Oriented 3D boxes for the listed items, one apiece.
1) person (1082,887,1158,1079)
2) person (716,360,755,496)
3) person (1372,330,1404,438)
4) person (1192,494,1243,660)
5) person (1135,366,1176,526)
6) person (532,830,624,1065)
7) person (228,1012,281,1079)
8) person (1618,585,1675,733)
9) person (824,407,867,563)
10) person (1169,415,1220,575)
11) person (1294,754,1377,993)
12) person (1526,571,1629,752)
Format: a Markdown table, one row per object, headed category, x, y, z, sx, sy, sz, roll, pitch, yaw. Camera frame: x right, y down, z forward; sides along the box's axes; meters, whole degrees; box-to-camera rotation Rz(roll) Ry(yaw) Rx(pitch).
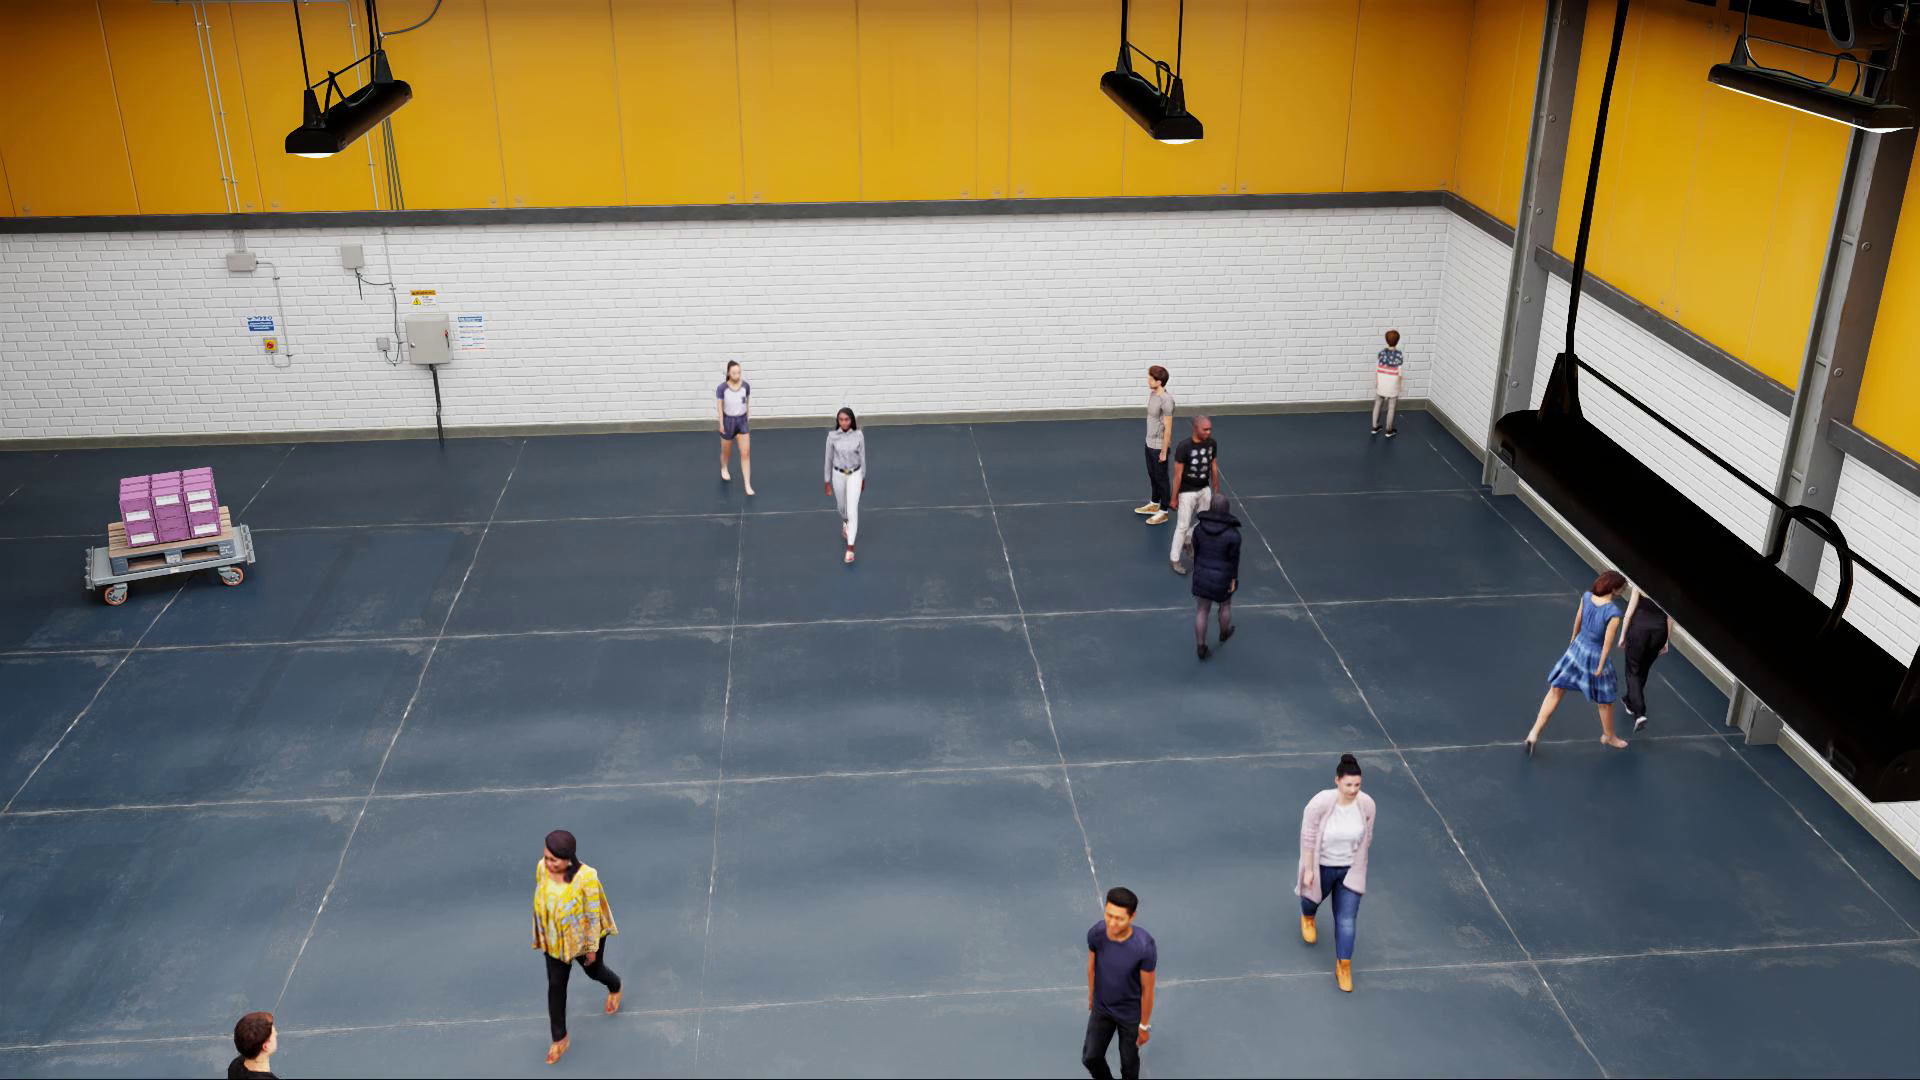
| category | x | y | z | sx | sy | sz | roll | pitch | yaw |
| --- | --- | --- | --- | --- | --- | --- | --- | --- | --- |
| person | 1.039 | 2.862 | 10.351 | 0.769 | 1.775 | 0.802 | 12 | 26 | 26 |
| person | -2.799 | -1.411 | 20.322 | 0.820 | 1.618 | 1.110 | -10 | 25 | -21 |
| person | 5.699 | -2.098 | 22.114 | 0.591 | 1.441 | 0.650 | 18 | 29 | 35 |
| person | 2.448 | 0.385 | 16.180 | 0.960 | 1.644 | 1.057 | 11 | 26 | 24 |
| person | 2.304 | -1.120 | 19.320 | 0.759 | 1.887 | 0.547 | -7 | 25 | -15 |
| person | -2.521 | 2.623 | 11.092 | 0.933 | 1.619 | 1.132 | 7 | 24 | 15 |
| person | -3.815 | 3.425 | 8.997 | 1.050 | 1.827 | 1.168 | 15 | 28 | 31 |
| person | 6.163 | 0.905 | 14.891 | 0.733 | 1.724 | 1.105 | 3 | 24 | 7 |
| person | -1.259 | -0.680 | 18.563 | 0.668 | 1.687 | 1.181 | 1 | 24 | 2 |
| person | 2.513 | -0.540 | 18.115 | 0.798 | 1.790 | 0.848 | -8 | 25 | -18 |
| person | 2.624 | 2.252 | 11.833 | 0.764 | 1.705 | 1.119 | 0 | 24 | 1 |
| person | 5.365 | 1.101 | 14.405 | 0.999 | 1.754 | 1.129 | -13 | 27 | -28 |
